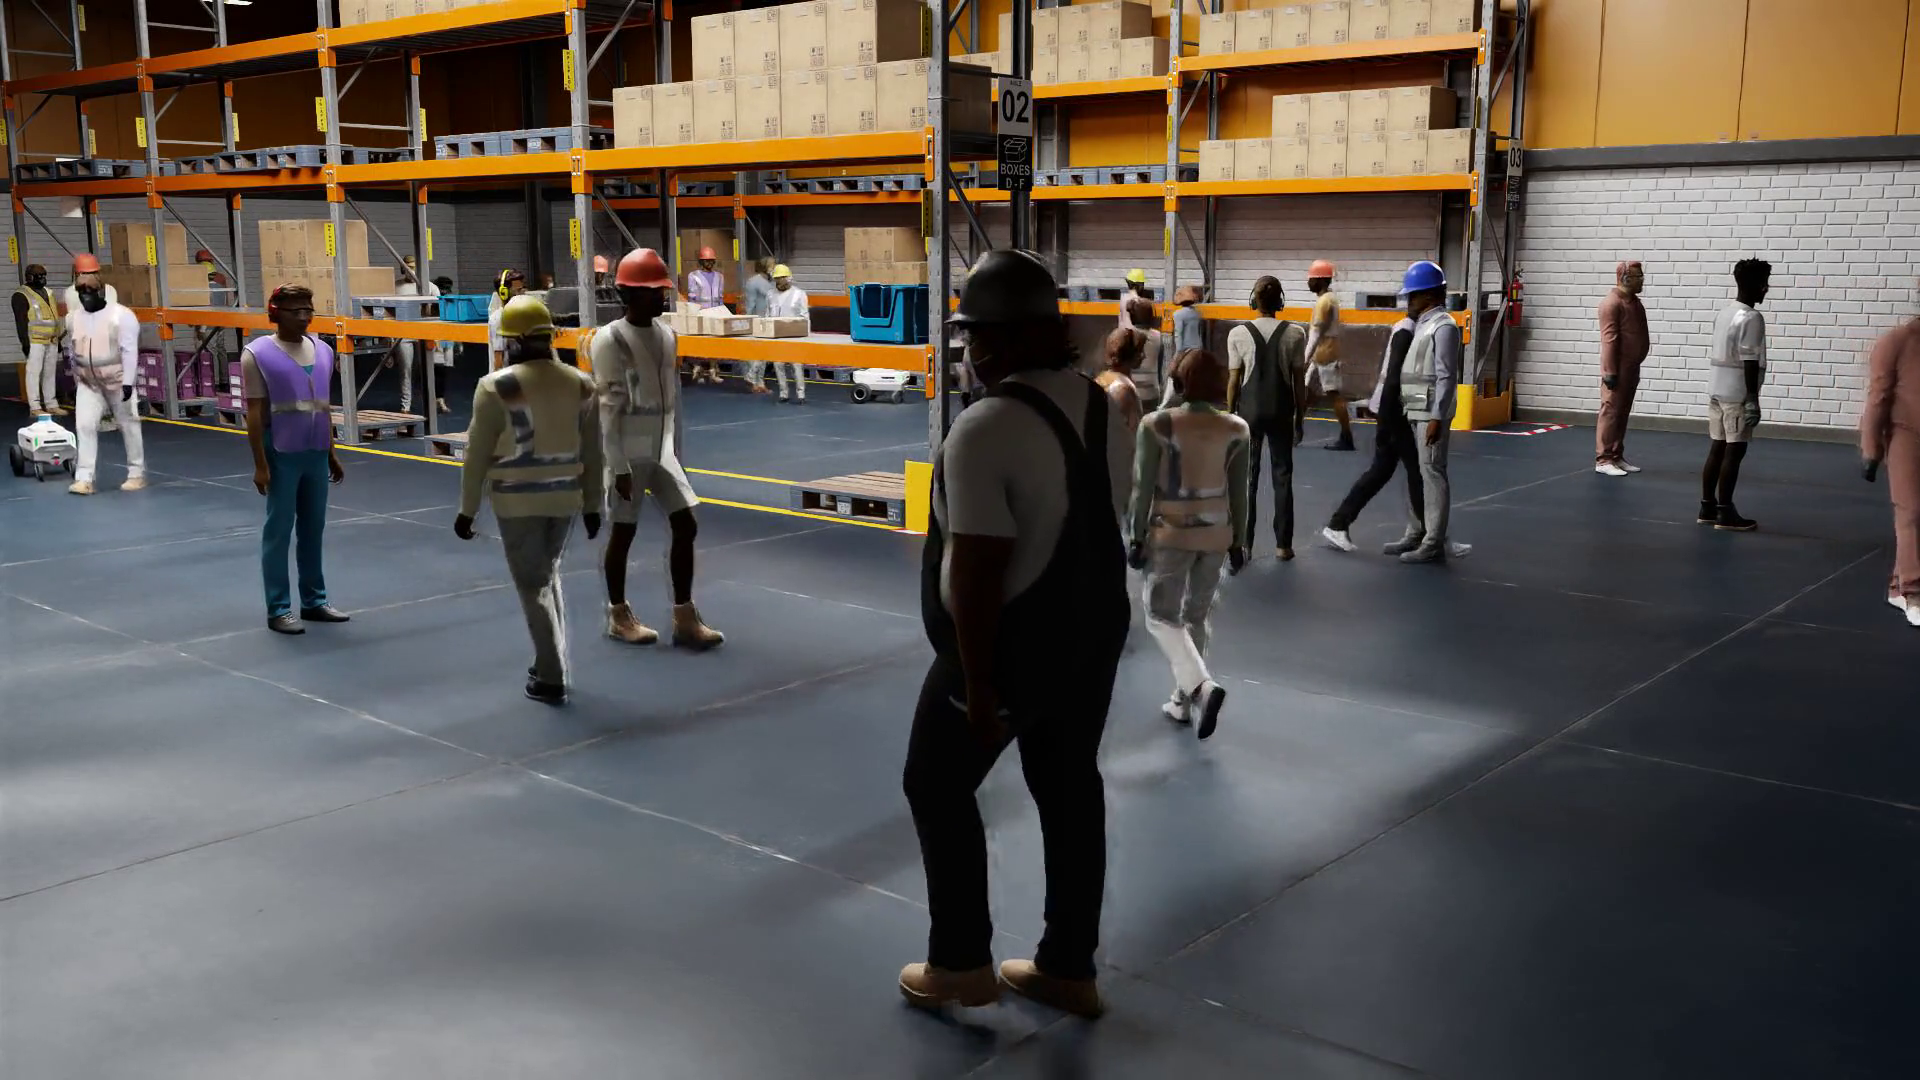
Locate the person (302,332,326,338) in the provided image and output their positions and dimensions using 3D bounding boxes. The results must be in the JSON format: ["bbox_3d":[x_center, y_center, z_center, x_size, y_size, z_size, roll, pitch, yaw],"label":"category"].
[{"bbox_3d":[-9.080,-3.000,22.988,0.611,1.996,0.379,-7,12,-33],"label":"person"}]

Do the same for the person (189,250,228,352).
[{"bbox_3d":[-11.978,-3.614,26.497,0.629,1.991,0.394,-8,13,-38],"label":"person"}]

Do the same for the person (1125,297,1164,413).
[{"bbox_3d":[1.443,-1.167,13.597,0.542,1.624,0.379,-8,13,-37],"label":"person"}]

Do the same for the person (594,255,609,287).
[{"bbox_3d":[-4.295,-2.404,19.774,0.376,1.934,0.546,7,12,36],"label":"person"}]

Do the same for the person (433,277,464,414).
[{"bbox_3d":[-6.286,-2.371,20.311,0.688,1.664,0.547,8,13,38],"label":"person"}]

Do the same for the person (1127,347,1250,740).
[{"bbox_3d":[0.973,0.020,6.856,0.513,1.617,0.627,-3,11,-18],"label":"person"}]

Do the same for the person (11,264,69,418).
[{"bbox_3d":[-11.018,-2.383,19.944,0.429,1.837,0.625,1,10,8],"label":"person"}]

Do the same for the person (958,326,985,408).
[{"bbox_3d":[0.183,-1.305,13.592,0.592,1.909,0.658,-9,13,-42],"label":"person"}]

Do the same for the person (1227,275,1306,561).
[{"bbox_3d":[1.977,-0.781,10.781,0.506,1.847,0.346,2,10,9],"label":"person"}]

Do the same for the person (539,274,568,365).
[{"bbox_3d":[-6.673,-3.550,27.246,0.825,1.585,0.523,7,12,36],"label":"person"}]

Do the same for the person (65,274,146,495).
[{"bbox_3d":[-7.059,-1.265,13.657,0.649,1.806,0.856,0,10,0],"label":"person"}]

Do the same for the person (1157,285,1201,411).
[{"bbox_3d":[2.569,-2.138,19.229,0.520,1.590,0.841,-8,13,-40],"label":"person"}]

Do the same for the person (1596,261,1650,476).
[{"bbox_3d":[5.945,-1.535,14.896,0.409,1.909,0.651,8,13,40],"label":"person"}]

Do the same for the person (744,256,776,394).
[{"bbox_3d":[-2.709,-2.965,22.996,0.432,1.916,0.640,5,11,24],"label":"person"}]

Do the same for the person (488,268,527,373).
[{"bbox_3d":[-3.379,-1.103,12.550,0.329,1.871,0.513,0,10,0],"label":"person"}]

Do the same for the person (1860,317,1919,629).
[{"bbox_3d":[5.252,-0.465,8.891,0.669,1.869,0.883,0,10,1],"label":"person"}]

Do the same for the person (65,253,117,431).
[{"bbox_3d":[-9.442,-2.158,18.274,0.585,1.964,0.618,6,12,31],"label":"person"}]

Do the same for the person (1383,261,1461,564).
[{"bbox_3d":[2.998,-0.818,10.733,0.403,1.937,0.604,0,10,-3],"label":"person"}]

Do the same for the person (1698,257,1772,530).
[{"bbox_3d":[5.606,-1.049,12.008,0.375,1.958,0.598,1,10,5],"label":"person"}]

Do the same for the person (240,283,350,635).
[{"bbox_3d":[-3.542,-0.438,8.838,0.374,1.840,0.569,4,11,24],"label":"person"}]

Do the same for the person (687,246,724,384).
[{"bbox_3d":[-3.767,-3.351,24.851,0.605,2.045,0.381,-8,13,-38],"label":"person"}]

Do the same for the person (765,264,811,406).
[{"bbox_3d":[-2.210,-2.617,21.381,0.661,1.808,0.404,4,11,19],"label":"person"}]

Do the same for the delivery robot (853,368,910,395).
[{"bbox_3d":[-1.023,-2.106,21.733,0.707,0.478,0.477,2,10,10],"label":"delivery robot"}]

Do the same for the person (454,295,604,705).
[{"bbox_3d":[-1.956,-0.179,7.436,0.611,1.809,0.600,8,13,38],"label":"person"}]

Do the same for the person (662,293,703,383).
[{"bbox_3d":[-4.068,-3.023,24.072,0.570,1.669,0.539,5,11,28],"label":"person"}]

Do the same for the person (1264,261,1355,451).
[{"bbox_3d":[3.525,-1.836,16.662,0.998,1.884,0.565,2,10,13],"label":"person"}]

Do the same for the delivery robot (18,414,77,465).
[{"bbox_3d":[-8.081,-0.873,14.713,0.477,0.478,0.707,-8,13,-39],"label":"delivery robot"}]

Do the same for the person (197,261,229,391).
[{"bbox_3d":[-10.668,-3.037,23.668,0.403,1.833,0.586,1,10,6],"label":"person"}]

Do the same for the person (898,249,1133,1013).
[{"bbox_3d":[0.125,0.244,4.391,0.618,2.000,0.695,9,14,43],"label":"person"}]

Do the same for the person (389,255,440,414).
[{"bbox_3d":[-6.430,-2.377,19.607,0.630,1.940,0.373,-2,10,-13],"label":"person"}]

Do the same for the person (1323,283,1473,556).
[{"bbox_3d":[2.891,-0.821,10.999,0.970,1.861,0.598,4,11,20],"label":"person"}]

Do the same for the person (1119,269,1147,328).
[{"bbox_3d":[2.138,-2.432,20.413,0.314,1.768,0.526,-5,11,-28],"label":"person"}]

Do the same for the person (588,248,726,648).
[{"bbox_3d":[-1.510,-0.429,8.294,0.843,2.007,0.628,6,12,31],"label":"person"}]

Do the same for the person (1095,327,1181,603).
[{"bbox_3d":[0.867,-0.386,9.266,0.908,1.585,0.514,-3,10,-14],"label":"person"}]
